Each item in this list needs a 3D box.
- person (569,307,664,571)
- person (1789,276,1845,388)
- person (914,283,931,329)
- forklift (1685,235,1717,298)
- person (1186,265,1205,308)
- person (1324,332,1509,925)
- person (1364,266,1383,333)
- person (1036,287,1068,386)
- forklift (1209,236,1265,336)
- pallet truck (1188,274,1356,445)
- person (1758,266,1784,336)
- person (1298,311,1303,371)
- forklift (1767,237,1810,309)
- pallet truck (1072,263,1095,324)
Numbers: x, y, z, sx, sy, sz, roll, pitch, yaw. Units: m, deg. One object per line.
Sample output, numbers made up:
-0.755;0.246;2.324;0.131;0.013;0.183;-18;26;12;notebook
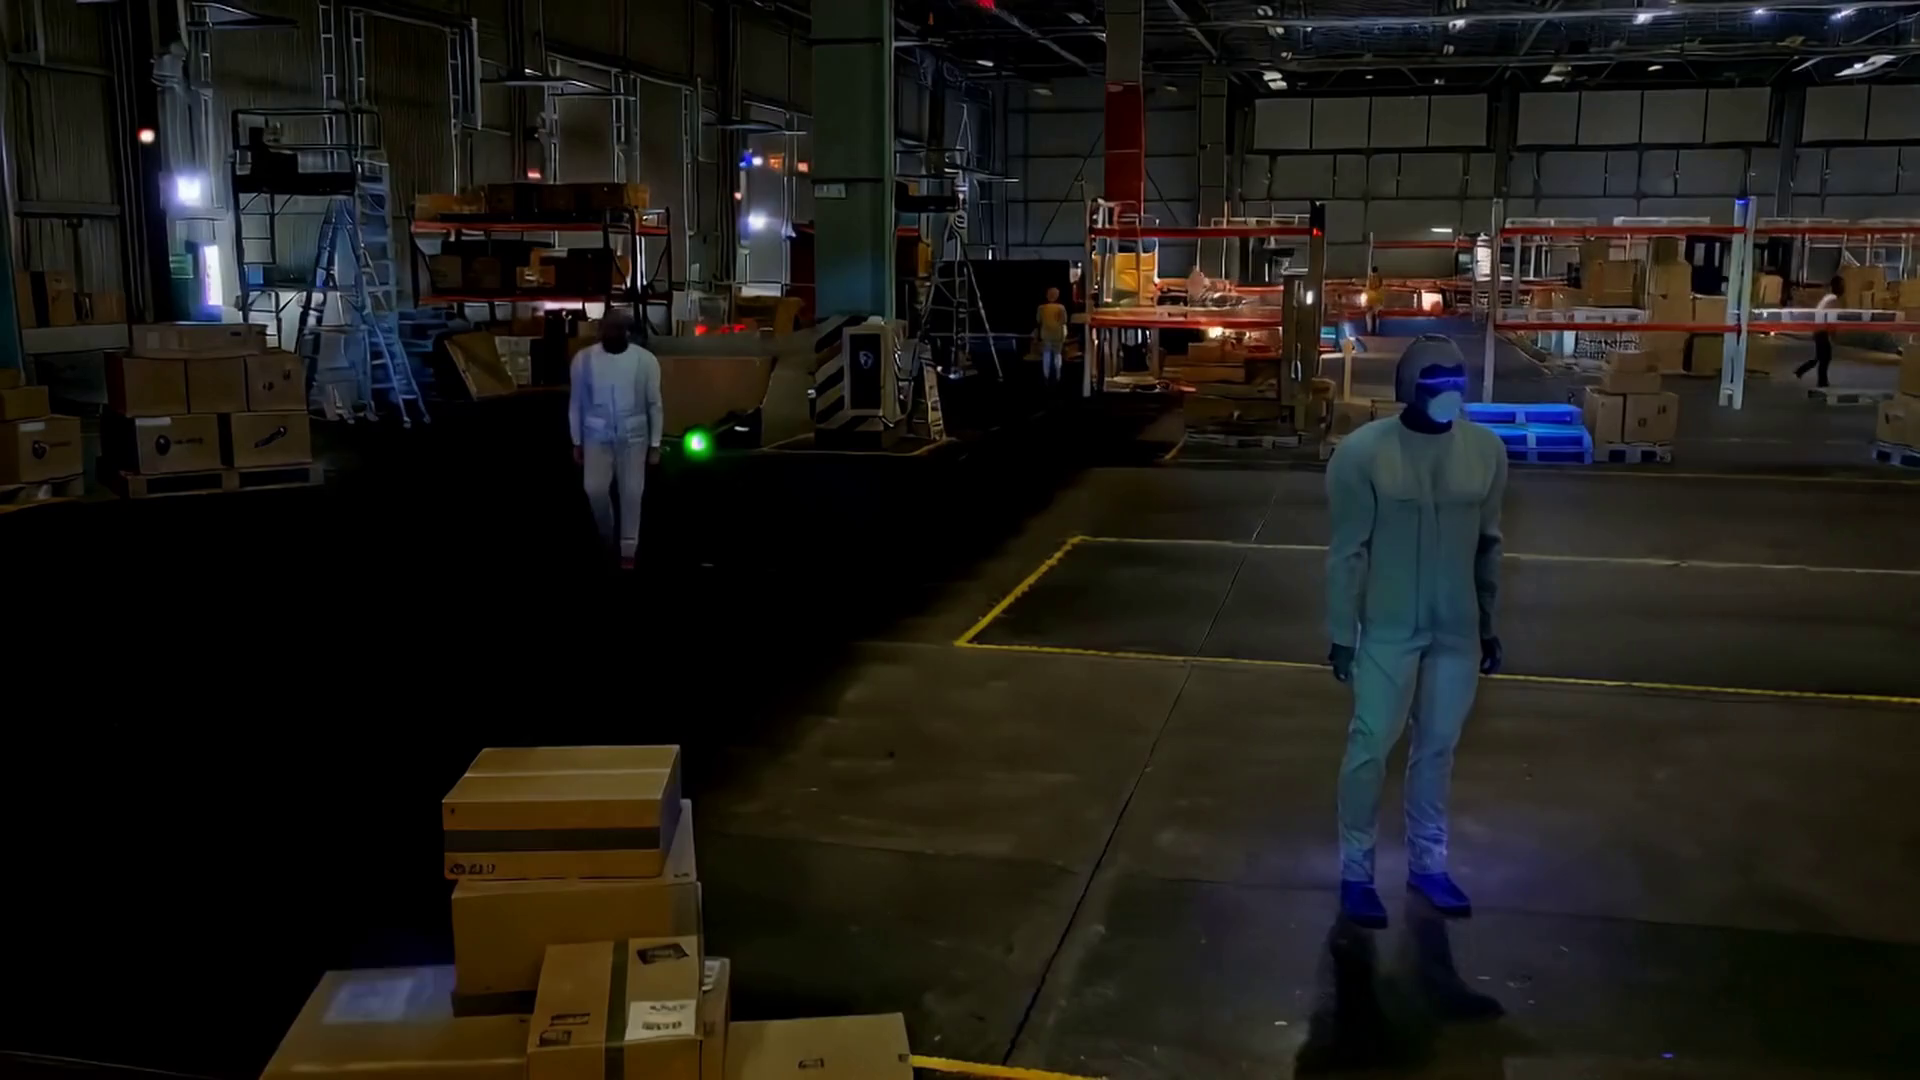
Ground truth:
-2.385;-0.696;11.578;0.648;1.833;0.435;-1;10;-9;person
14.229;-3.435;27.592;0.696;1.887;0.608;3;10;17;person
-1.124;-7.381;50.667;0.544;1.930;0.389;-5;11;-29;person
21.806;-7.606;49.187;1.873;2.768;1.129;-3;10;-19;forklift
7.891;-8.255;55.816;0.658;1.924;0.446;-4;11;-25;person
1.494;0.292;5.456;0.638;1.937;0.356;-2;10;-14;person
11.935;-6.941;48.039;0.543;1.940;0.361;0;10;2;person
1.592;-3.482;28.436;0.553;1.676;0.624;2;10;13;person
7.727;-6.784;44.348;1.873;2.768;1.129;8;12;38;forklift
3.653;-2.138;19.590;1.885;1.965;0.823;-4;10;-20;pallet truck
22.634;-6.673;46.462;0.635;1.937;0.353;1;10;7;person
6.724;-4.119;32.040;0.483;1.735;0.344;-8;13;-40;person
26.000;-8.220;52.801;1.873;2.768;1.129;0;10;-2;forklift
4.325;-8.180;55.162;0.823;1.965;1.885;6;11;31;pallet truck
